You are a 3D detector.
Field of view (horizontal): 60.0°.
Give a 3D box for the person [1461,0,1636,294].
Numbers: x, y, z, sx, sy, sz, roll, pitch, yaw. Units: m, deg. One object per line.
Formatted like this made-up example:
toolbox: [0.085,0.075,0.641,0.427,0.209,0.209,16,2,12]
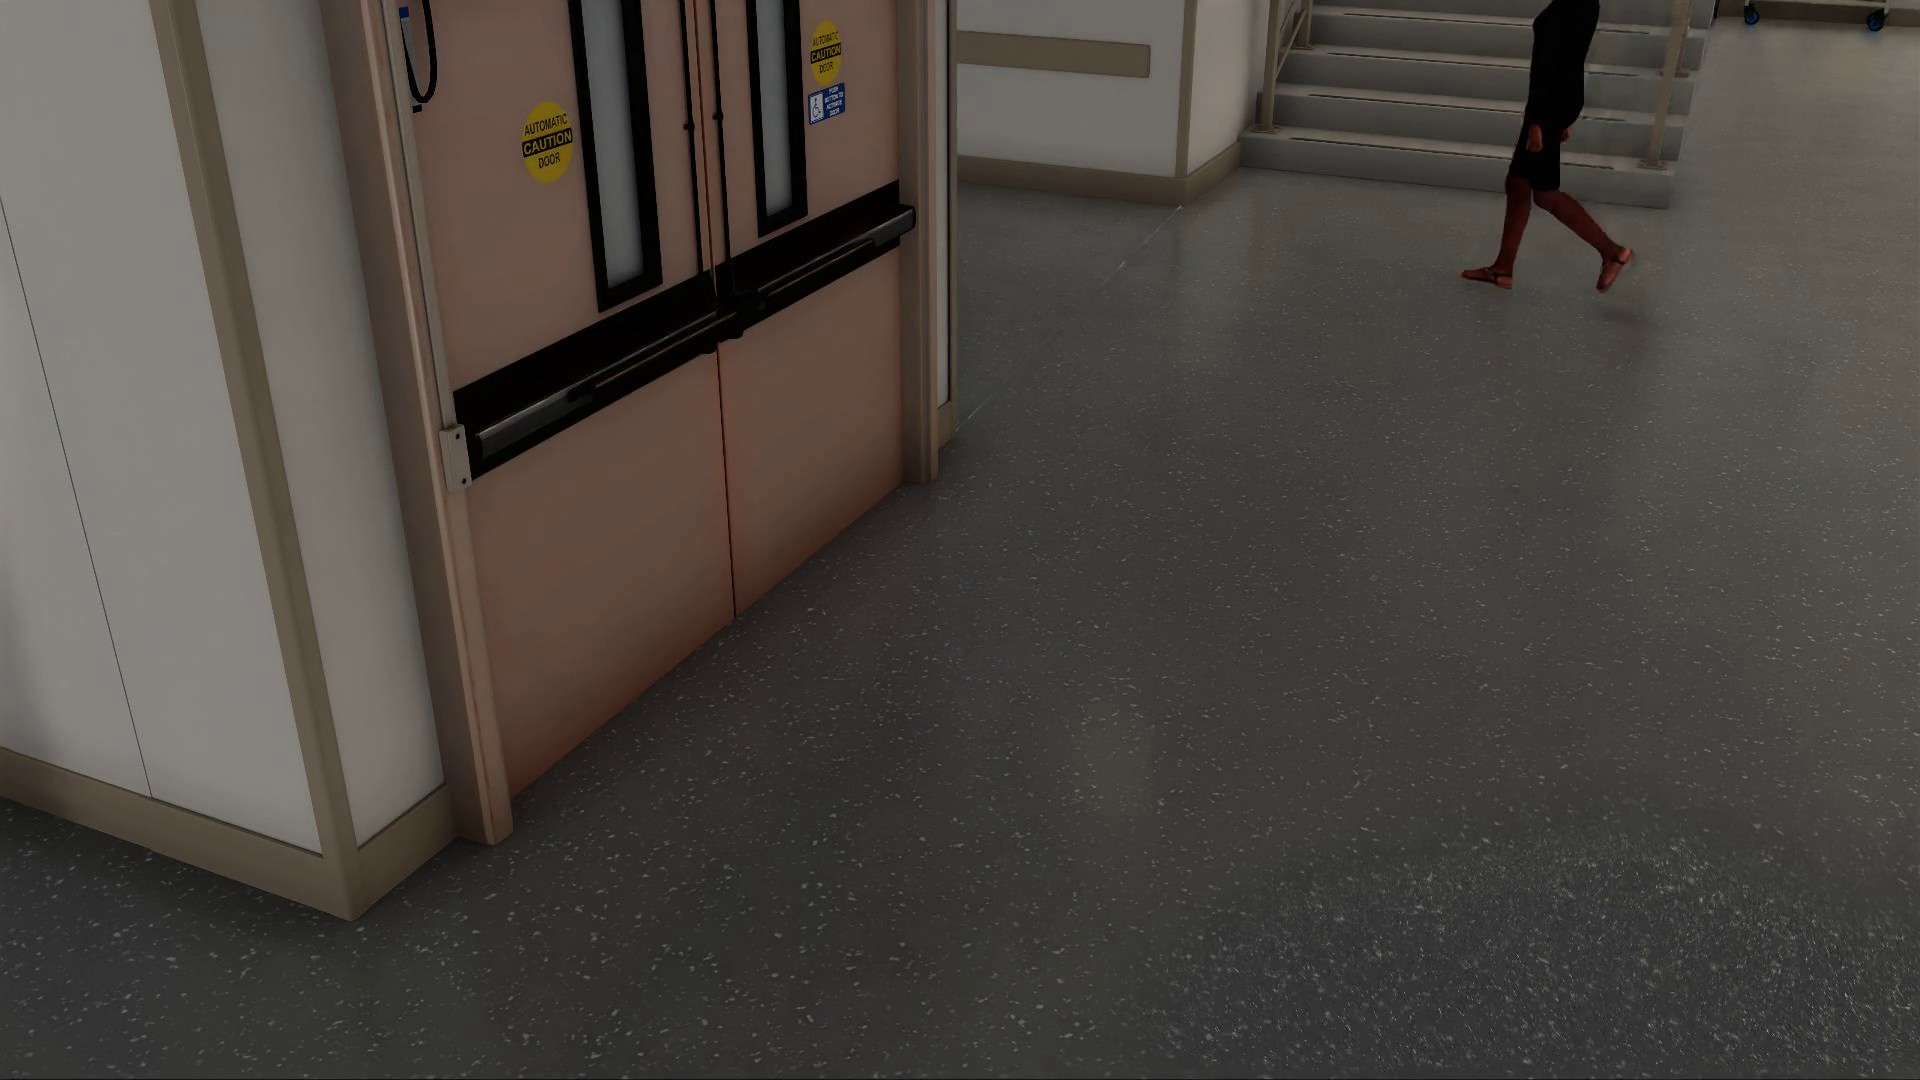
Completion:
person: [2.847,-1.950,7.790,0.789,1.700,1.027,17,31,31]
